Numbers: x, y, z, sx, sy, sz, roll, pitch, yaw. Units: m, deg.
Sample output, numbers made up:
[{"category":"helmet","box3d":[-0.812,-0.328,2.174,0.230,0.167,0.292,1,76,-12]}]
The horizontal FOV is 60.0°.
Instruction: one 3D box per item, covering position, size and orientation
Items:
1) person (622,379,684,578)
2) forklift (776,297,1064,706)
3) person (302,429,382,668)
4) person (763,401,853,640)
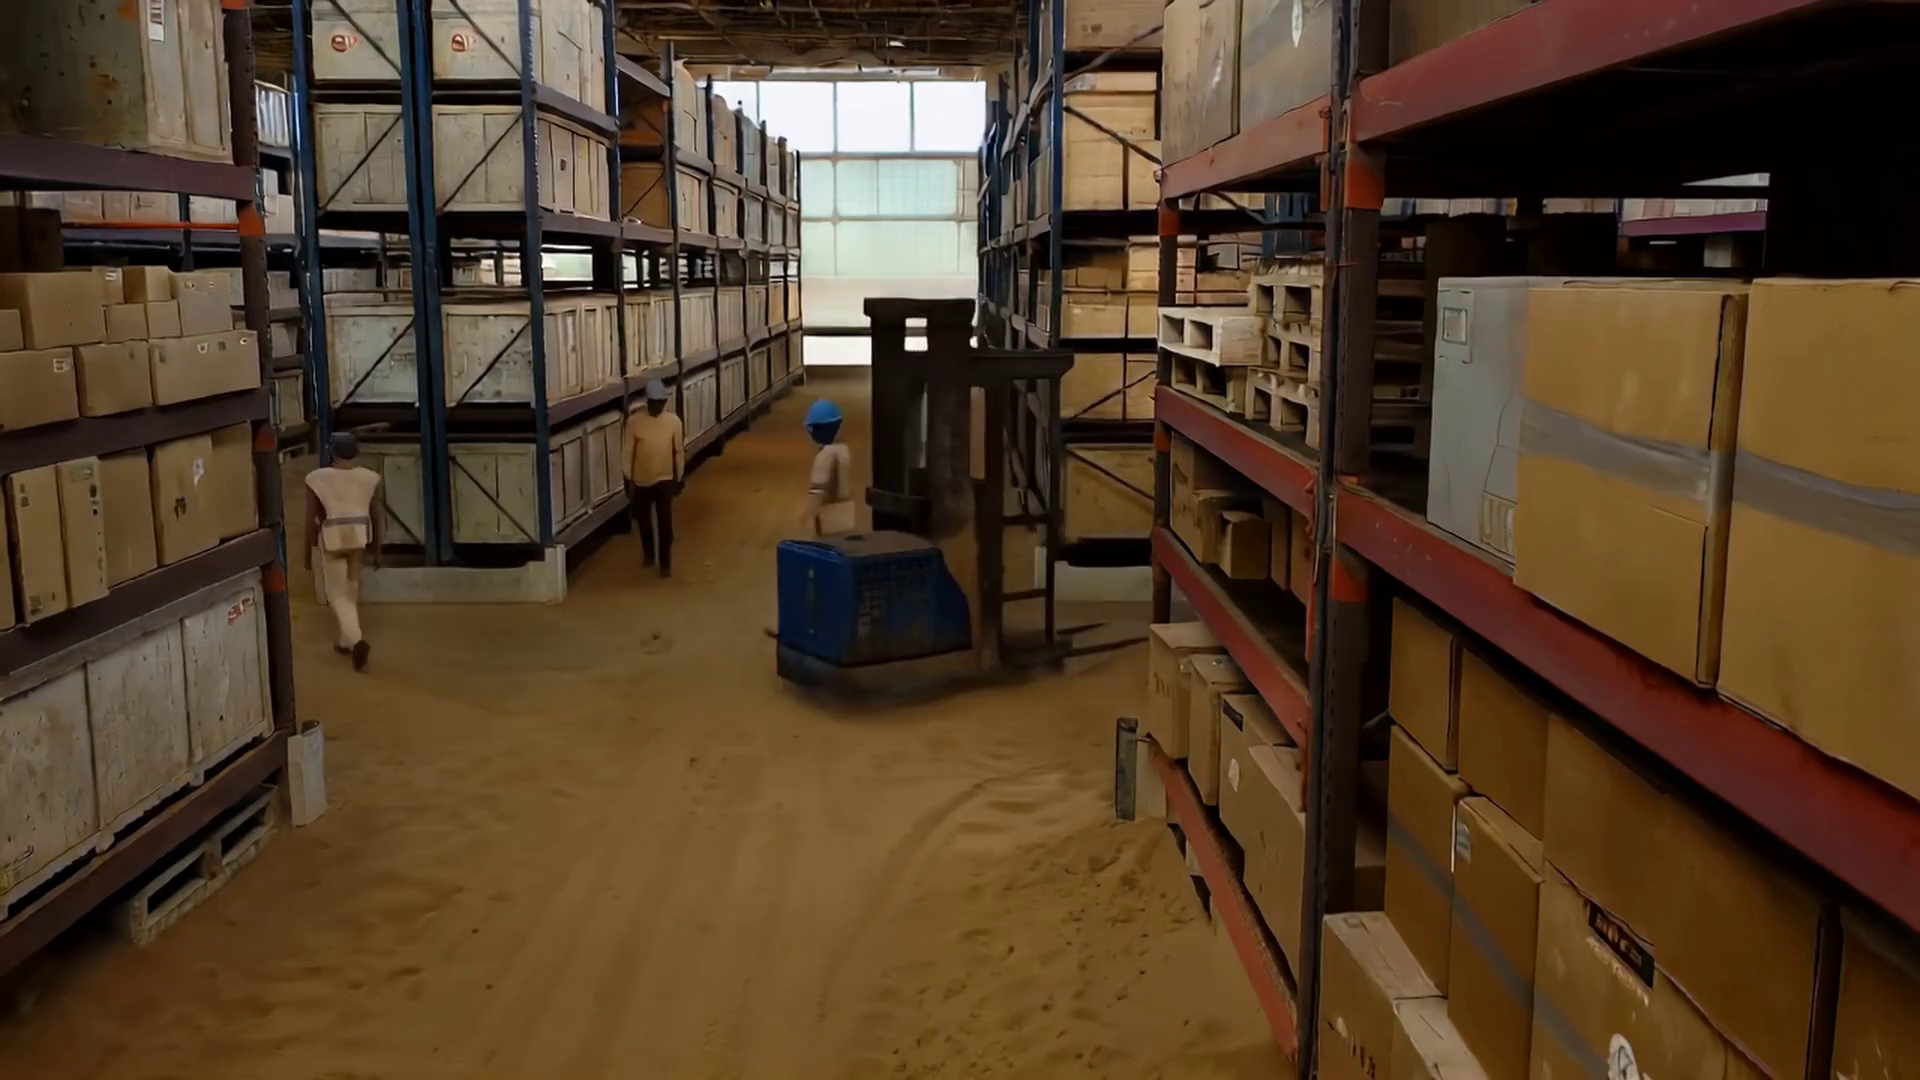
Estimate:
[{"category":"person","box3d":[-3.068,-0.645,16.664,0.610,1.956,0.984,-1,9,-8]},{"category":"forklift","box3d":[-0.312,-0.361,12.068,1.873,2.768,1.129,-6,11,-35]},{"category":"person","box3d":[-4.717,0.053,12.790,0.572,1.821,0.852,-9,13,-43]},{"category":"person","box3d":[-1.059,-0.116,13.310,1.048,1.987,0.630,1,9,7]}]
